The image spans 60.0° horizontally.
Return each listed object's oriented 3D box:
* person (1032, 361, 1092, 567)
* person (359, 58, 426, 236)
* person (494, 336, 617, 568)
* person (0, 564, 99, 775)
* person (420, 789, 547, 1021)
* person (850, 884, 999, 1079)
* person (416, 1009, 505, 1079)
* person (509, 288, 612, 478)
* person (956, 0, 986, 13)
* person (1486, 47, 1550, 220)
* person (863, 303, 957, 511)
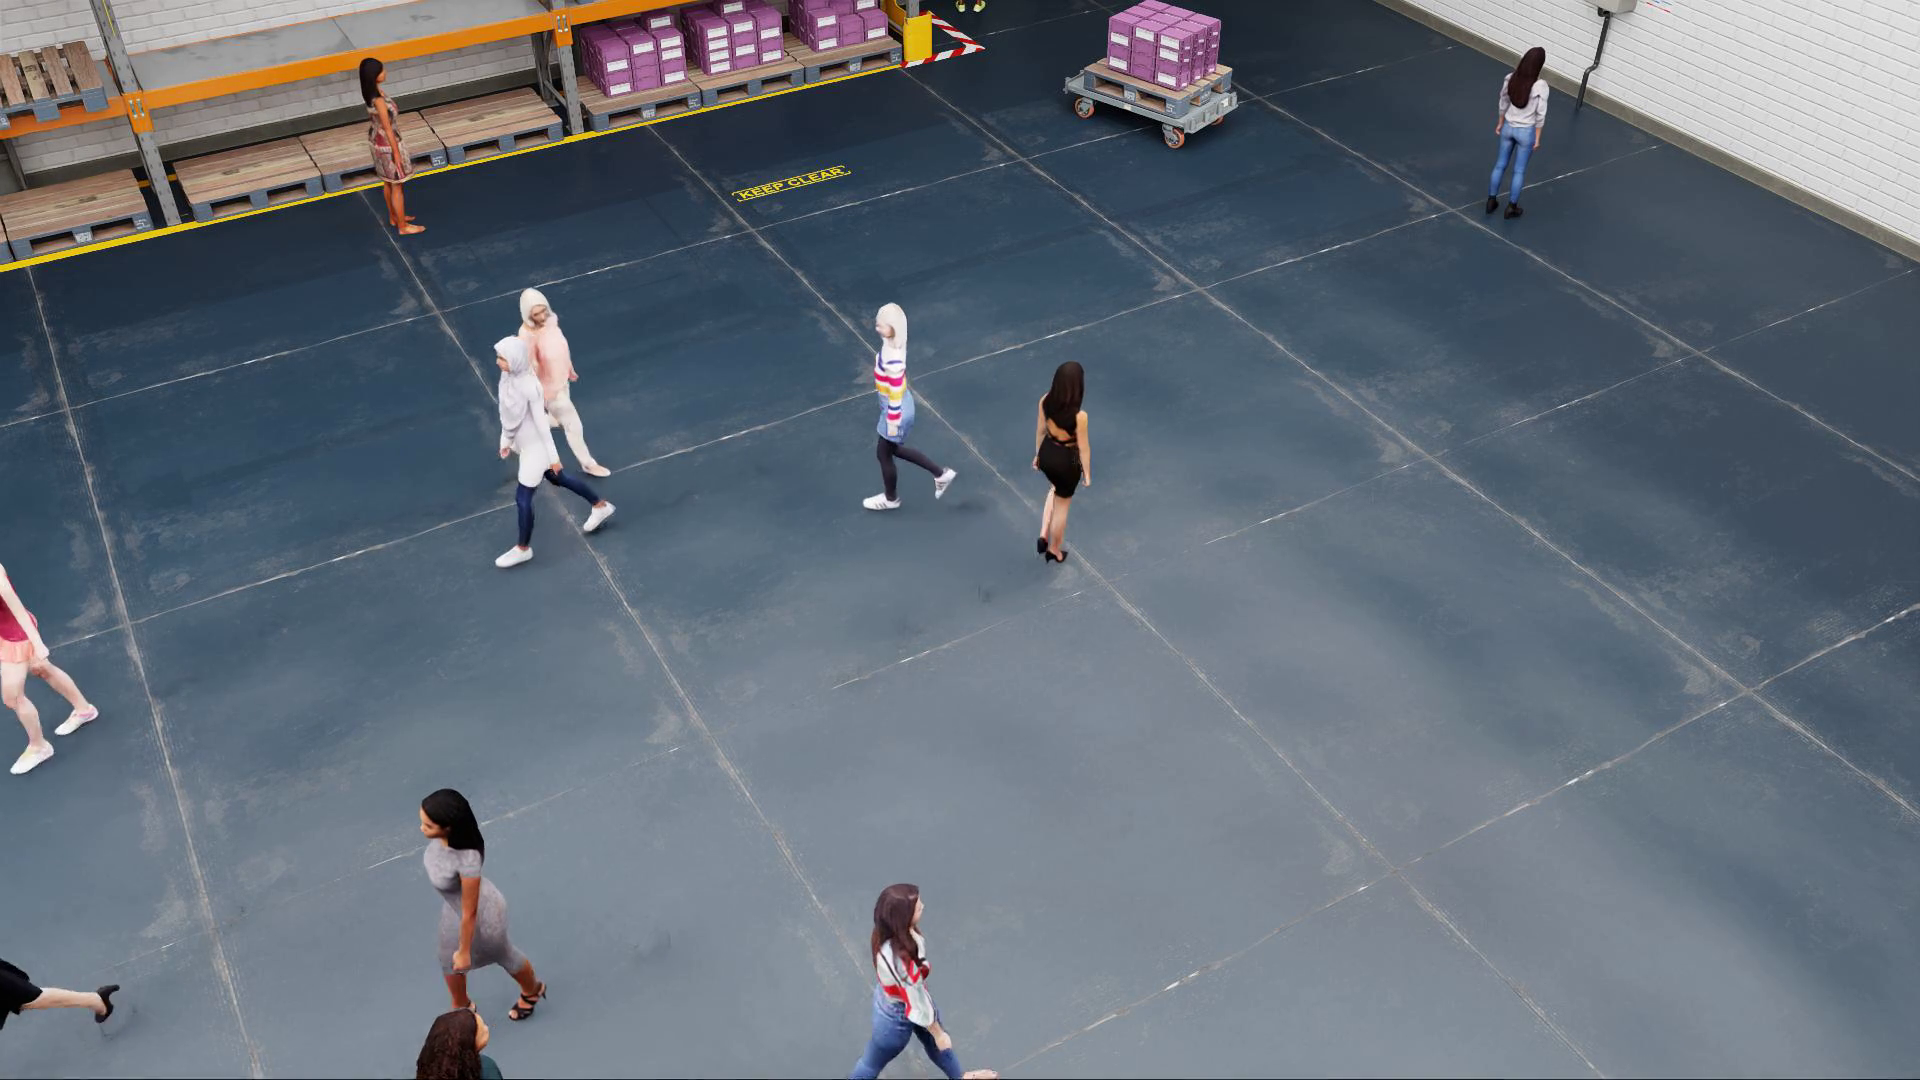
[{"bbox_3d":[0.623,-0.455,11.268,0.680,1.635,0.698,27,46,30],"label":"person"},{"bbox_3d":[-5.244,-3.606,15.207,0.527,1.644,0.656,-22,44,-25],"label":"person"},{"bbox_3d":[-2.838,-0.661,11.446,1.137,1.736,0.601,-20,43,-23],"label":"person"},{"bbox_3d":[-5.574,0.534,9.954,0.747,1.729,0.921,28,46,30],"label":"person"},{"bbox_3d":[-2.311,1.843,8.290,0.836,1.761,0.632,-25,45,-28],"label":"person"},{"bbox_3d":[-0.381,2.245,7.938,1.101,1.572,0.907,0,39,0],"label":"person"},{"bbox_3d":[-2.184,2.681,7.365,0.615,1.605,0.583,-20,43,-23],"label":"person"},{"bbox_3d":[-3.030,-1.118,12.061,1.106,1.681,1.022,4,39,5],"label":"person"},{"bbox_3d":[0.109,-7.075,19.461,0.605,1.755,0.702,1,39,2],"label":"person"},{"bbox_3d":[5.181,-3.783,15.436,0.659,1.633,0.613,30,47,32],"label":"person"},{"bbox_3d":[-0.373,-0.919,11.728,1.059,1.786,0.936,0,39,0],"label":"person"}]
